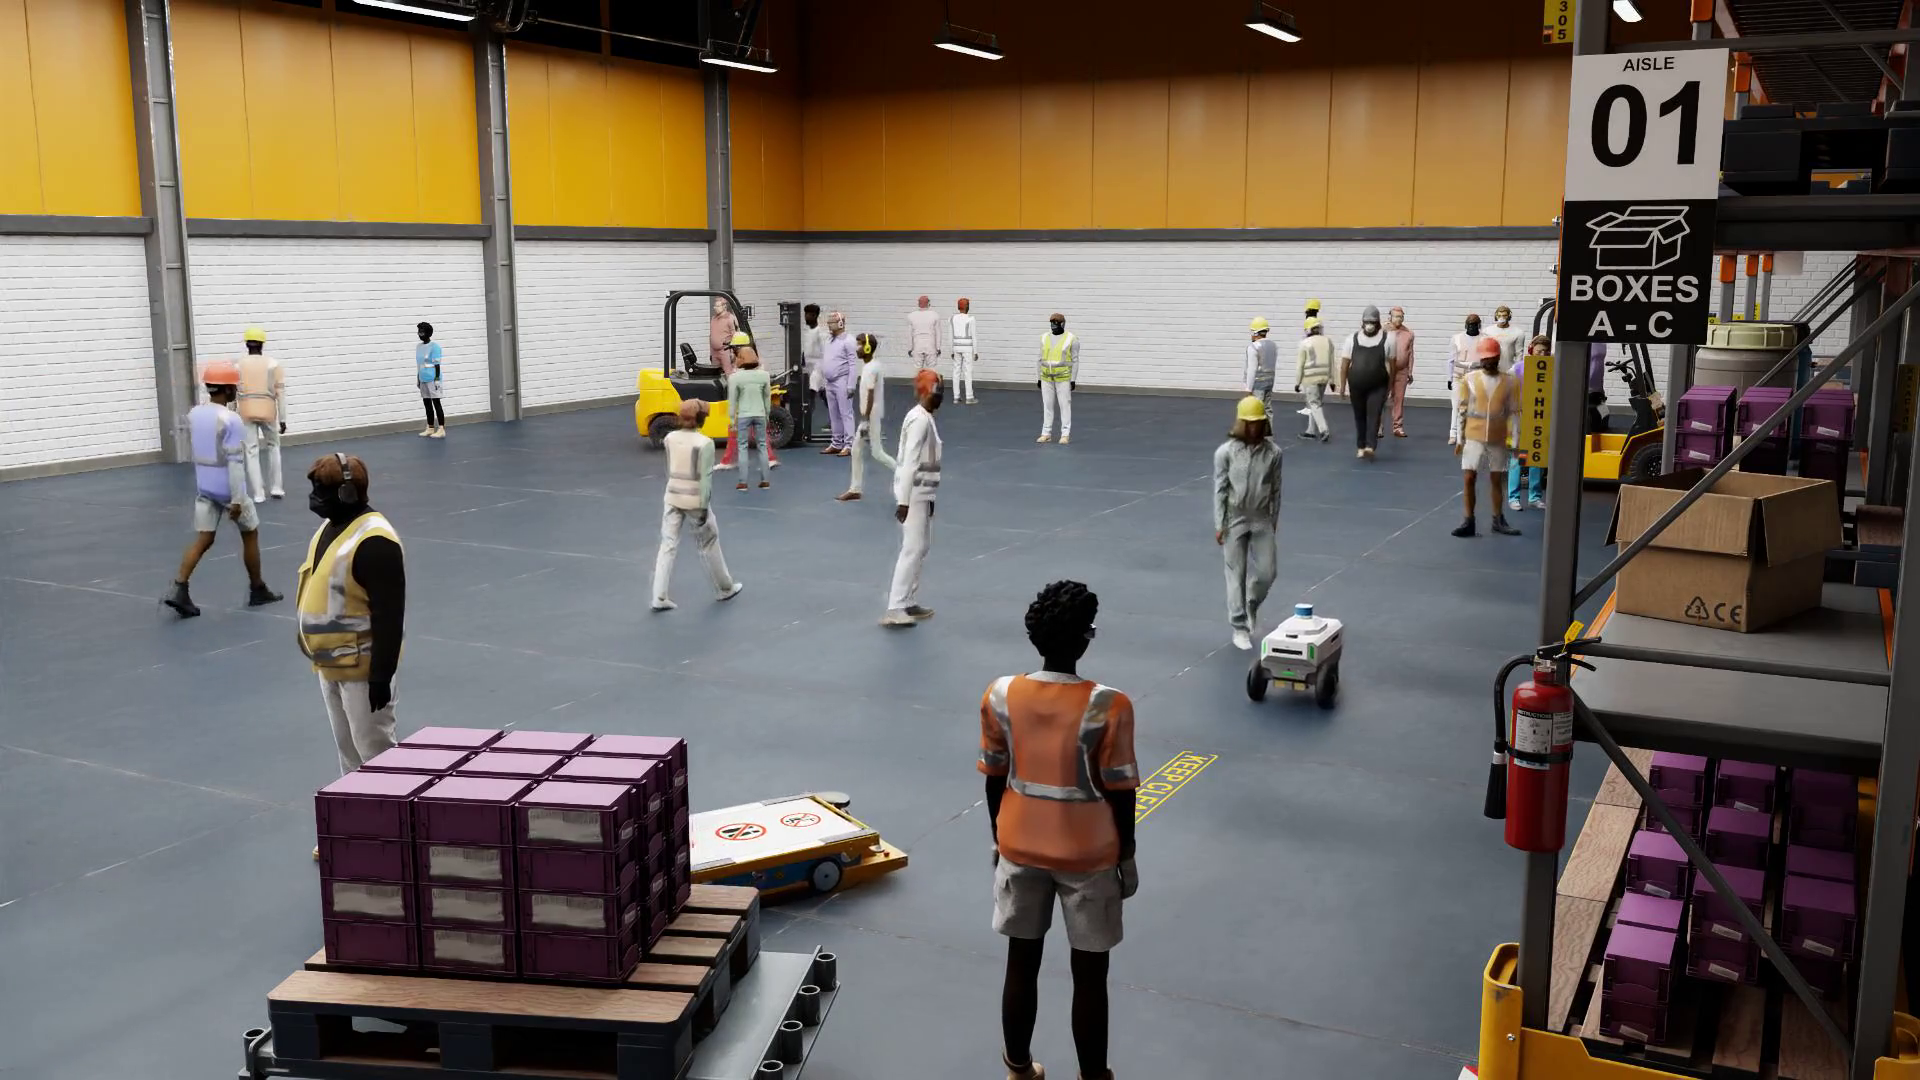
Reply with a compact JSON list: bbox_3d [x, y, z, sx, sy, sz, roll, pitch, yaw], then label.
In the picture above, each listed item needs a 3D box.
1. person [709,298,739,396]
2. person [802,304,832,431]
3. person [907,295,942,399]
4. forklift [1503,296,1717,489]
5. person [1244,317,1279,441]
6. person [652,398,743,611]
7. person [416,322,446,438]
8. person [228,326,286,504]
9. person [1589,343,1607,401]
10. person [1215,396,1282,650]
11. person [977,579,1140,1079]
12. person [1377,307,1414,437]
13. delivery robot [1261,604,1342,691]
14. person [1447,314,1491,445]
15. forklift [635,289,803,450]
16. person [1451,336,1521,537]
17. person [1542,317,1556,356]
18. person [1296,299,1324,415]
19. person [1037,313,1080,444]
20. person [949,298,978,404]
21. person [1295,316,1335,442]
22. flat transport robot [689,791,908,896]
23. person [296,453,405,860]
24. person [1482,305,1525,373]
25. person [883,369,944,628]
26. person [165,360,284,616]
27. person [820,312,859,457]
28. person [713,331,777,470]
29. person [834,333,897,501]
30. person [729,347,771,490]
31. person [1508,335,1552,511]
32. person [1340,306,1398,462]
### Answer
[{"bbox_3d":[-4.160,-3.267,29.036,0.654,1.904,0.406,8,13,39],"label":"person"},{"bbox_3d":[-2.228,-2.565,24.899,0.984,1.917,0.608,-4,11,-24],"label":"person"},{"bbox_3d":[-0.650,-3.548,30.656,0.636,1.911,0.405,1,10,7],"label":"person"},{"bbox_3d":[7.296,-1.677,18.993,2.313,2.155,1.214,5,11,27],"label":"forklift"},{"bbox_3d":[4.006,-2.068,22.299,0.404,1.834,0.591,10,14,44],"label":"person"},{"bbox_3d":[-2.043,-0.274,12.614,0.519,1.589,0.856,6,11,30],"label":"person"},{"bbox_3d":[-7.734,-2.330,24.233,0.535,1.691,0.319,8,12,38],"label":"person"},{"bbox_3d":[-7.599,-1.358,18.013,0.589,1.904,0.721,-3,10,-19],"label":"person"},{"bbox_3d":[7.820,-1.843,20.698,0.628,1.939,0.373,-7,12,-36],"label":"person"},{"bbox_3d":[1.955,-0.117,11.300,0.491,1.729,0.403,-1,10,-7],"label":"person"},{"bbox_3d":[0.312,0.963,5.145,0.529,1.697,0.321,5,11,28],"label":"person"},{"bbox_3d":[6.329,-2.448,24.290,0.643,1.909,0.411,-1,10,-8],"label":"person"},{"bbox_3d":[2.080,0.633,10.094,0.477,0.478,0.707,5,11,26],"label":"delivery robot"},{"bbox_3d":[7.124,-2.233,23.253,0.619,1.838,0.430,3,10,19],"label":"person"},{"bbox_3d":[-3.358,-2.392,23.136,2.313,2.155,1.214,-1,10,-5],"label":"forklift"},{"bbox_3d":[5.039,-0.961,15.722,0.672,1.915,0.492,3,10,15],"label":"person"},{"bbox_3d":[9.008,-2.576,24.992,0.564,1.919,0.501,6,11,30],"label":"person"},{"bbox_3d":[5.862,-3.019,27.630,0.450,1.937,0.625,0,10,0],"label":"person"},{"bbox_3d":[1.364,-2.274,23.489,0.621,1.838,0.429,5,11,27],"label":"person"},{"bbox_3d":[0.072,-3.374,29.721,0.576,1.882,0.351,6,11,30],"label":"person"},{"bbox_3d":[5.098,-2.284,23.674,0.602,1.796,0.766,-6,11,-30],"label":"person"},{"bbox_3d":[-0.999,1.346,7.058,1.431,0.197,0.652,-6,12,-32],"label":"flat transport robot"},{"bbox_3d":[-2.623,0.539,7.185,0.429,1.842,0.636,-8,13,-40],"label":"person"},{"bbox_3d":[7.744,-2.388,23.854,0.631,1.940,0.372,4,11,22],"label":"person"},{"bbox_3d":[-0.335,-0.307,12.074,0.438,1.846,0.692,0,10,3],"label":"person"},{"bbox_3d":[-5.556,-0.387,12.394,0.553,1.907,0.940,4,11,23],"label":"person"},{"bbox_3d":[-1.622,-2.061,22.054,0.403,1.906,0.651,-8,13,-38],"label":"person"},{"bbox_3d":[-2.670,-1.711,20.547,0.818,1.730,0.540,-4,11,-21],"label":"person"},{"bbox_3d":[-0.898,-1.317,17.961,0.865,1.841,0.527,-2,10,-12],"label":"person"},{"bbox_3d":[-2.384,-1.378,18.902,0.502,1.630,0.278,-5,11,-25],"label":"person"},{"bbox_3d":[5.992,-1.224,17.405,0.563,1.837,0.389,-2,10,-13],"label":"person"},{"bbox_3d":[5.263,-2.041,21.547,0.702,2.000,0.984,4,11,23],"label":"person"}]
